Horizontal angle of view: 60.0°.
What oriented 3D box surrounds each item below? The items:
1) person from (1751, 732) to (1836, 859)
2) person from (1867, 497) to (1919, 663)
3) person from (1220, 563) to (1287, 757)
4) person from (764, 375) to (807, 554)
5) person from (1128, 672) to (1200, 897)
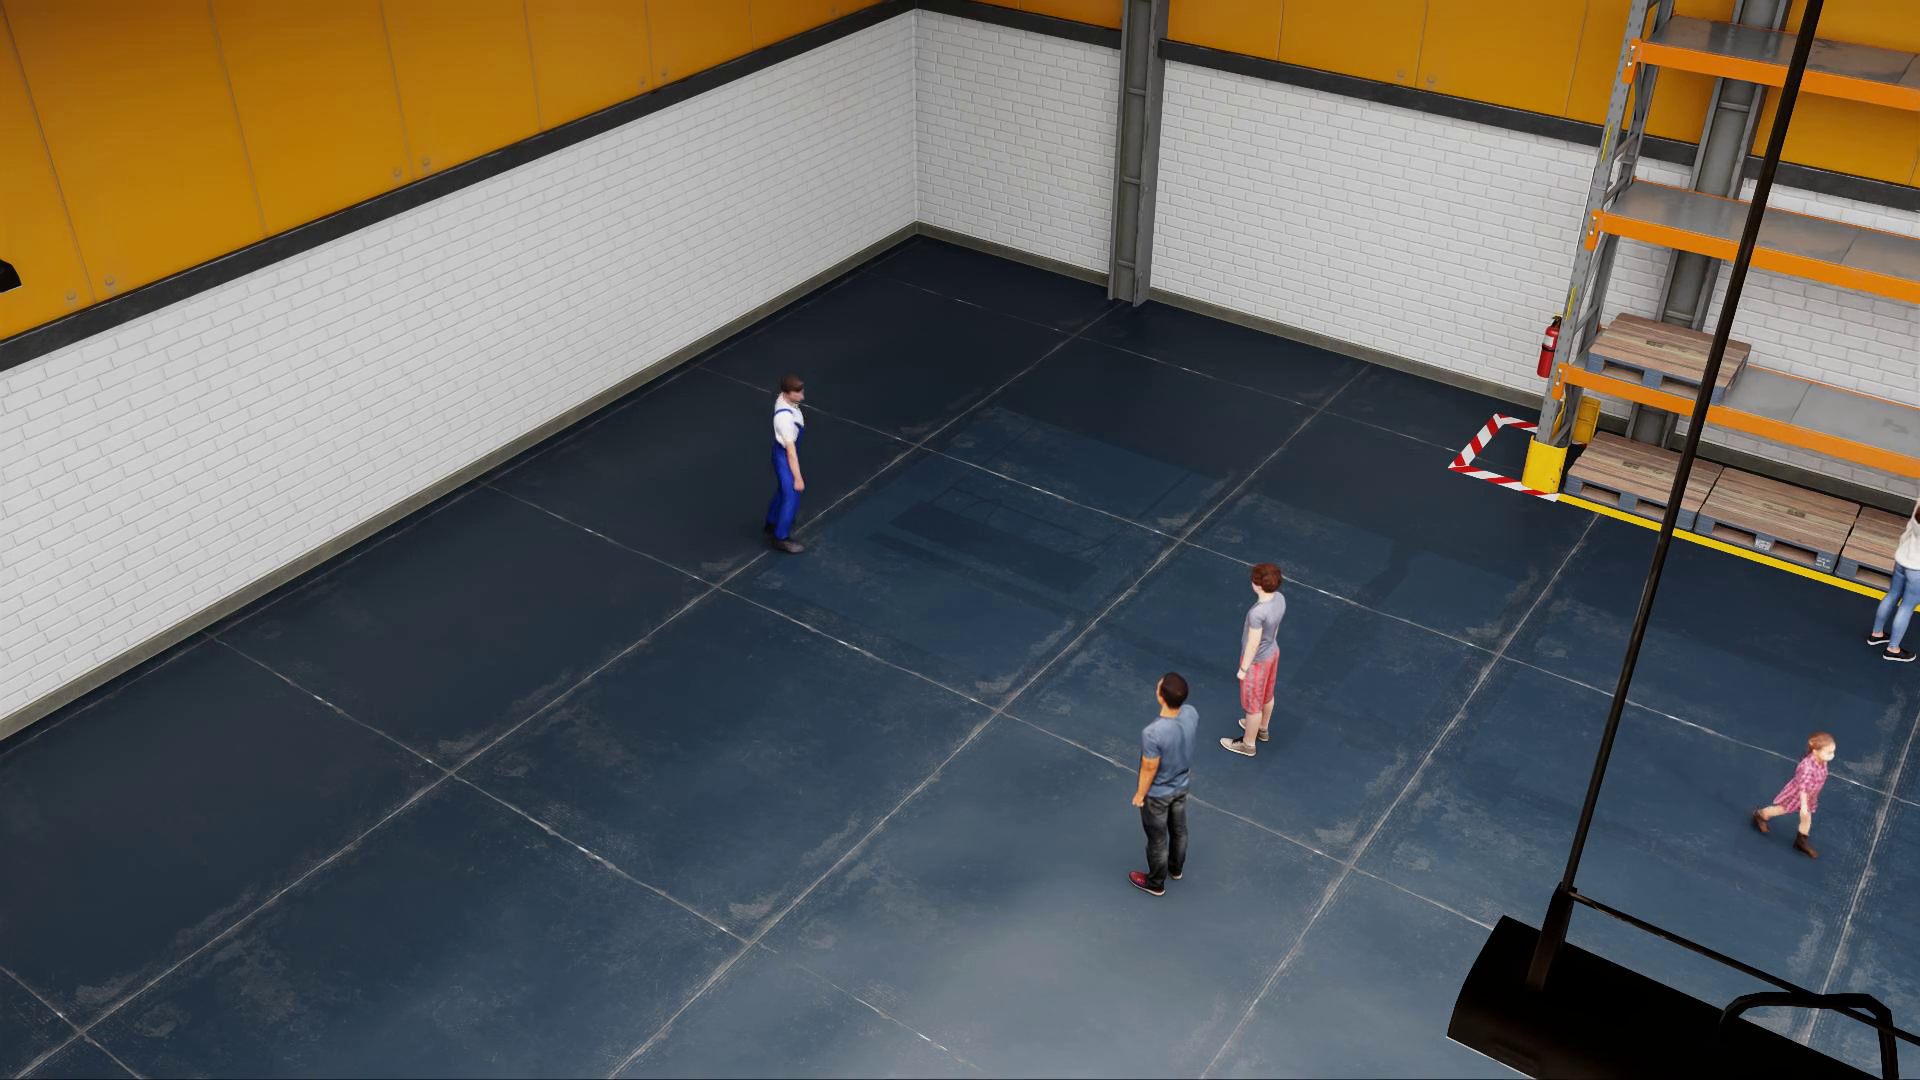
[{"bbox_3d":[5.905,1.742,11.737,0.581,1.018,0.780,-21,39,-28],"label":"person"},{"bbox_3d":[7.741,0.201,13.448,0.745,1.691,0.704,-2,34,-3],"label":"person"},{"bbox_3d":[2.249,0.886,12.454,0.532,1.651,0.585,24,40,31],"label":"person"},{"bbox_3d":[-1.575,-0.693,14.691,0.961,1.804,0.914,-12,35,-17],"label":"person"},{"bbox_3d":[1.389,1.636,11.181,0.706,1.810,0.641,-25,41,-33],"label":"person"}]
